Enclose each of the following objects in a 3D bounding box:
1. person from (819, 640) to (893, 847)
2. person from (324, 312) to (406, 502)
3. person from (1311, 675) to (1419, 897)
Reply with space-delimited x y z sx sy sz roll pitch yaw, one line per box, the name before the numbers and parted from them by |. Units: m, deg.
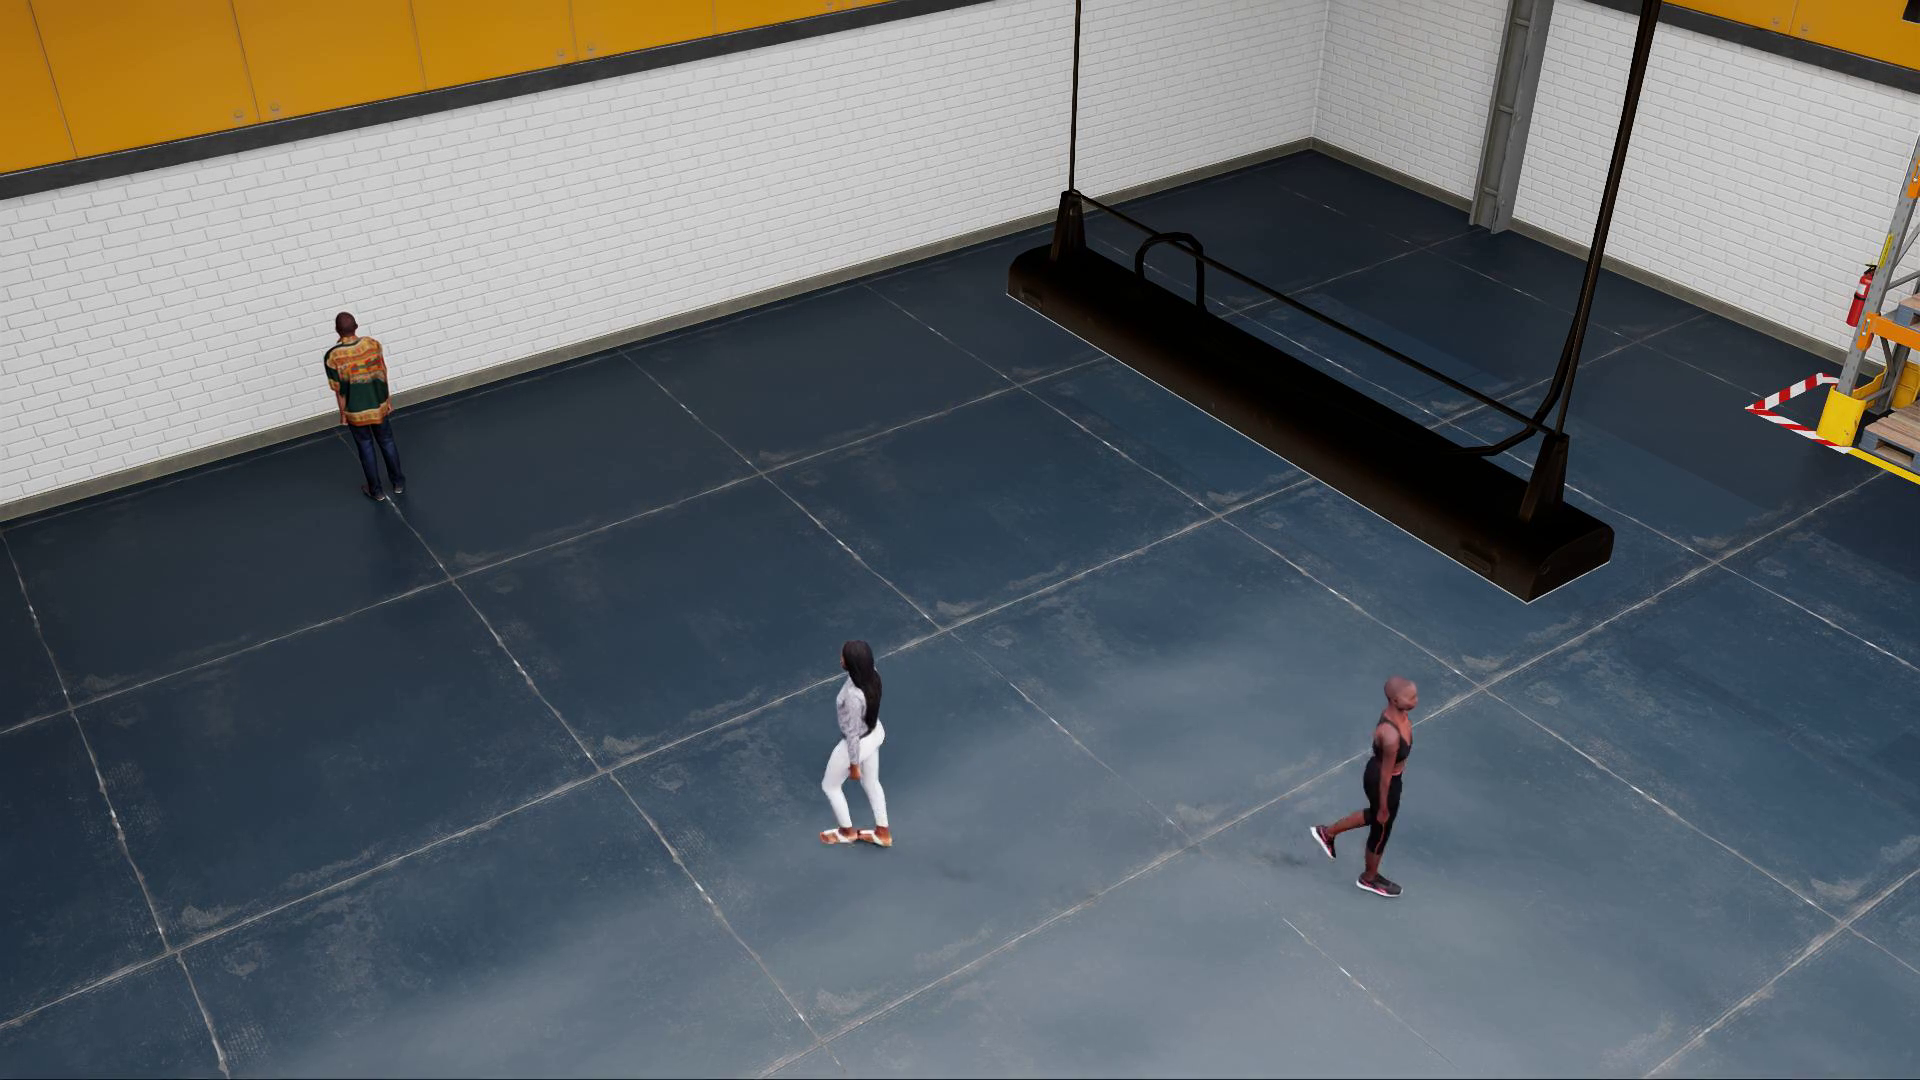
person | -0.581 1.384 10.966 0.870 1.709 0.804 11 35 15
person | -5.276 -1.191 14.752 0.686 1.807 0.645 -23 40 -30
person | 2.621 1.552 10.679 0.981 1.748 0.862 12 35 17
